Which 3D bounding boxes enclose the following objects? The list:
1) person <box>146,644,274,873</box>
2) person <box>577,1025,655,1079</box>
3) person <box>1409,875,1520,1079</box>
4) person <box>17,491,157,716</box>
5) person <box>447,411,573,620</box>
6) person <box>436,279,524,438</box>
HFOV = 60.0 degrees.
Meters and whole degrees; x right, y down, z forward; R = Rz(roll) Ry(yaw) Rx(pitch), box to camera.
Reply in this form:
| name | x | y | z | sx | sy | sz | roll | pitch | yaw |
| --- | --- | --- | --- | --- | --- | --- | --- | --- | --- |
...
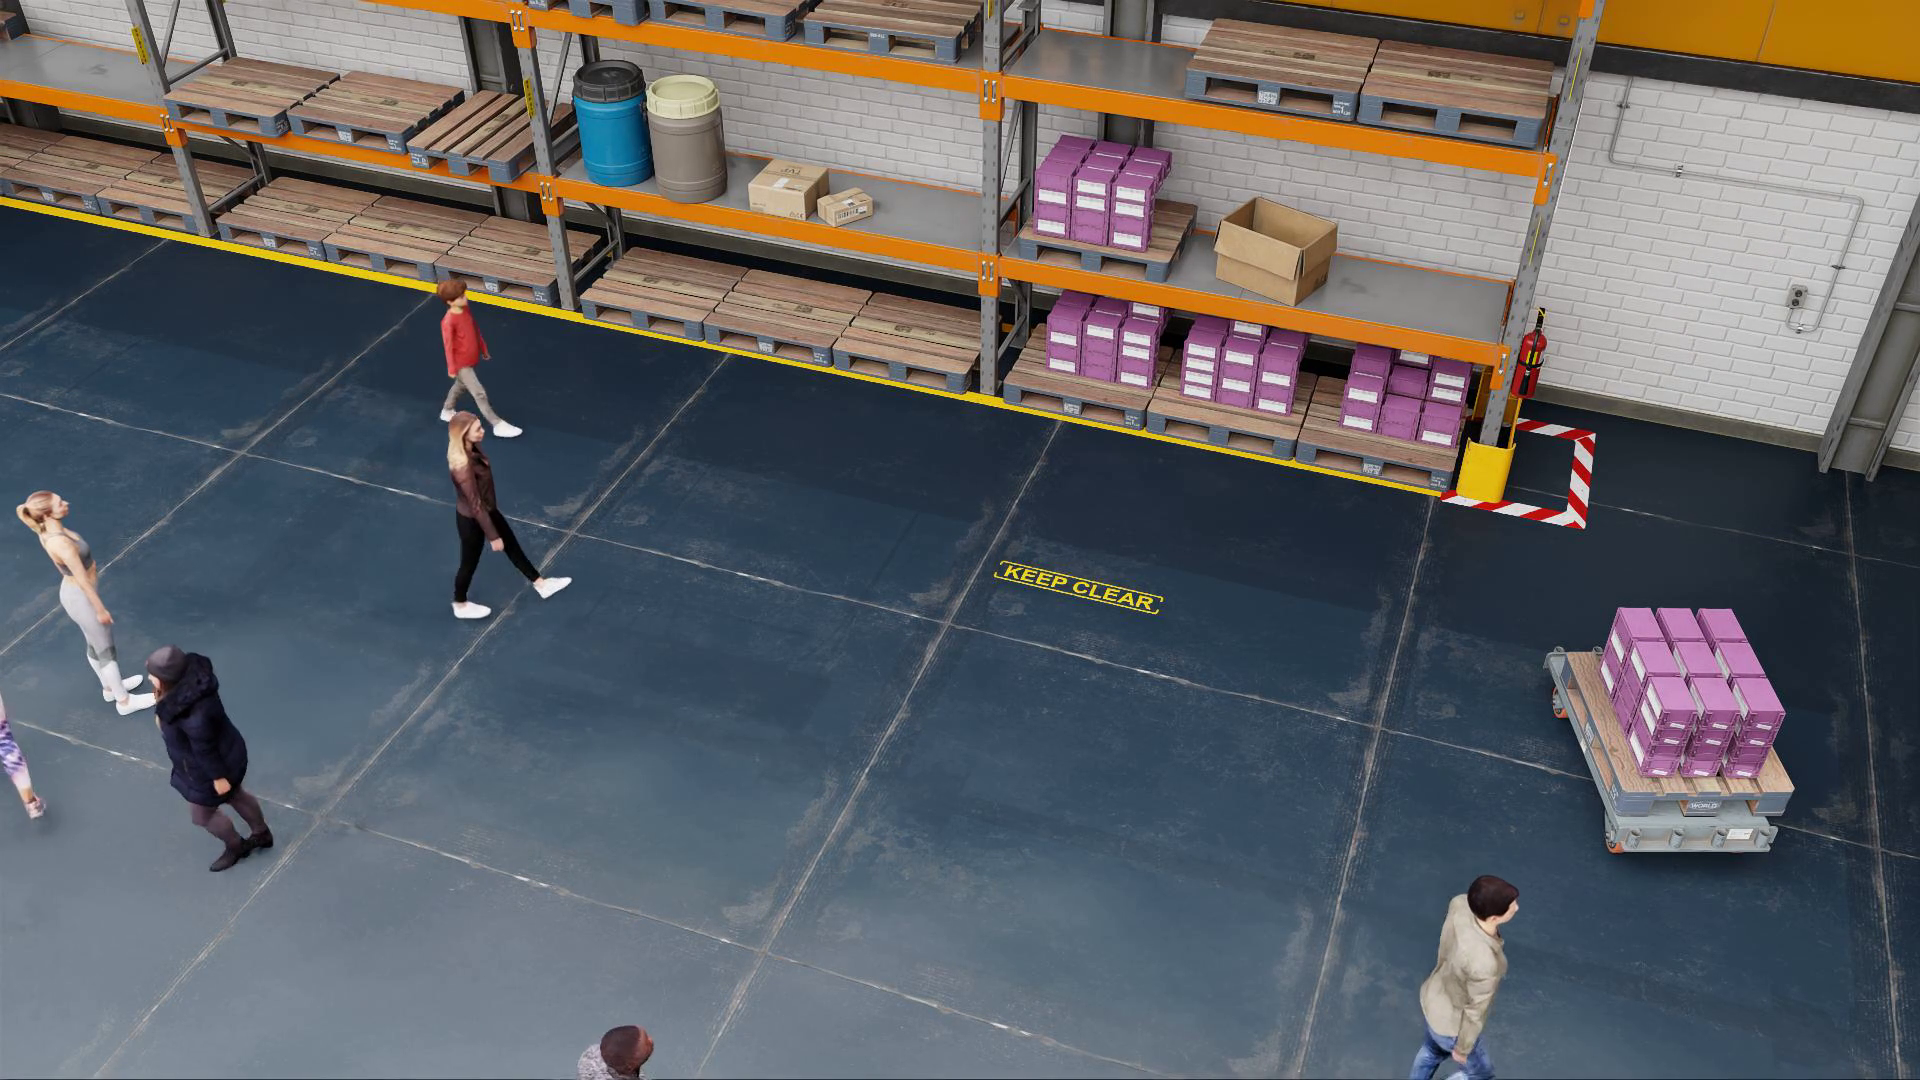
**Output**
| name | x | y | z | sx | sy | sz | roll | pitch | yaw |
| --- | --- | --- | --- | --- | --- | --- | --- | --- | --- |
| person | -4.207 | 1.222 | 9.517 | 0.864 | 1.665 | 0.804 | -16 | 41 | -19 |
| person | -1.519 | 2.792 | 7.430 | 1.019 | 1.817 | 0.972 | 28 | 46 | 30 |
| person | 2.321 | 2.268 | 8.054 | 0.785 | 1.857 | 0.799 | -2 | 39 | -3 |
| person | -5.552 | 0.389 | 10.531 | 0.703 | 1.702 | 0.607 | -30 | 47 | -32 |
| person | -3.339 | -0.126 | 11.209 | 1.155 | 1.661 | 0.946 | -5 | 39 | -6 |
| person | -3.957 | -1.423 | 13.057 | 0.983 | 1.381 | 0.637 | 6 | 39 | 7 |
